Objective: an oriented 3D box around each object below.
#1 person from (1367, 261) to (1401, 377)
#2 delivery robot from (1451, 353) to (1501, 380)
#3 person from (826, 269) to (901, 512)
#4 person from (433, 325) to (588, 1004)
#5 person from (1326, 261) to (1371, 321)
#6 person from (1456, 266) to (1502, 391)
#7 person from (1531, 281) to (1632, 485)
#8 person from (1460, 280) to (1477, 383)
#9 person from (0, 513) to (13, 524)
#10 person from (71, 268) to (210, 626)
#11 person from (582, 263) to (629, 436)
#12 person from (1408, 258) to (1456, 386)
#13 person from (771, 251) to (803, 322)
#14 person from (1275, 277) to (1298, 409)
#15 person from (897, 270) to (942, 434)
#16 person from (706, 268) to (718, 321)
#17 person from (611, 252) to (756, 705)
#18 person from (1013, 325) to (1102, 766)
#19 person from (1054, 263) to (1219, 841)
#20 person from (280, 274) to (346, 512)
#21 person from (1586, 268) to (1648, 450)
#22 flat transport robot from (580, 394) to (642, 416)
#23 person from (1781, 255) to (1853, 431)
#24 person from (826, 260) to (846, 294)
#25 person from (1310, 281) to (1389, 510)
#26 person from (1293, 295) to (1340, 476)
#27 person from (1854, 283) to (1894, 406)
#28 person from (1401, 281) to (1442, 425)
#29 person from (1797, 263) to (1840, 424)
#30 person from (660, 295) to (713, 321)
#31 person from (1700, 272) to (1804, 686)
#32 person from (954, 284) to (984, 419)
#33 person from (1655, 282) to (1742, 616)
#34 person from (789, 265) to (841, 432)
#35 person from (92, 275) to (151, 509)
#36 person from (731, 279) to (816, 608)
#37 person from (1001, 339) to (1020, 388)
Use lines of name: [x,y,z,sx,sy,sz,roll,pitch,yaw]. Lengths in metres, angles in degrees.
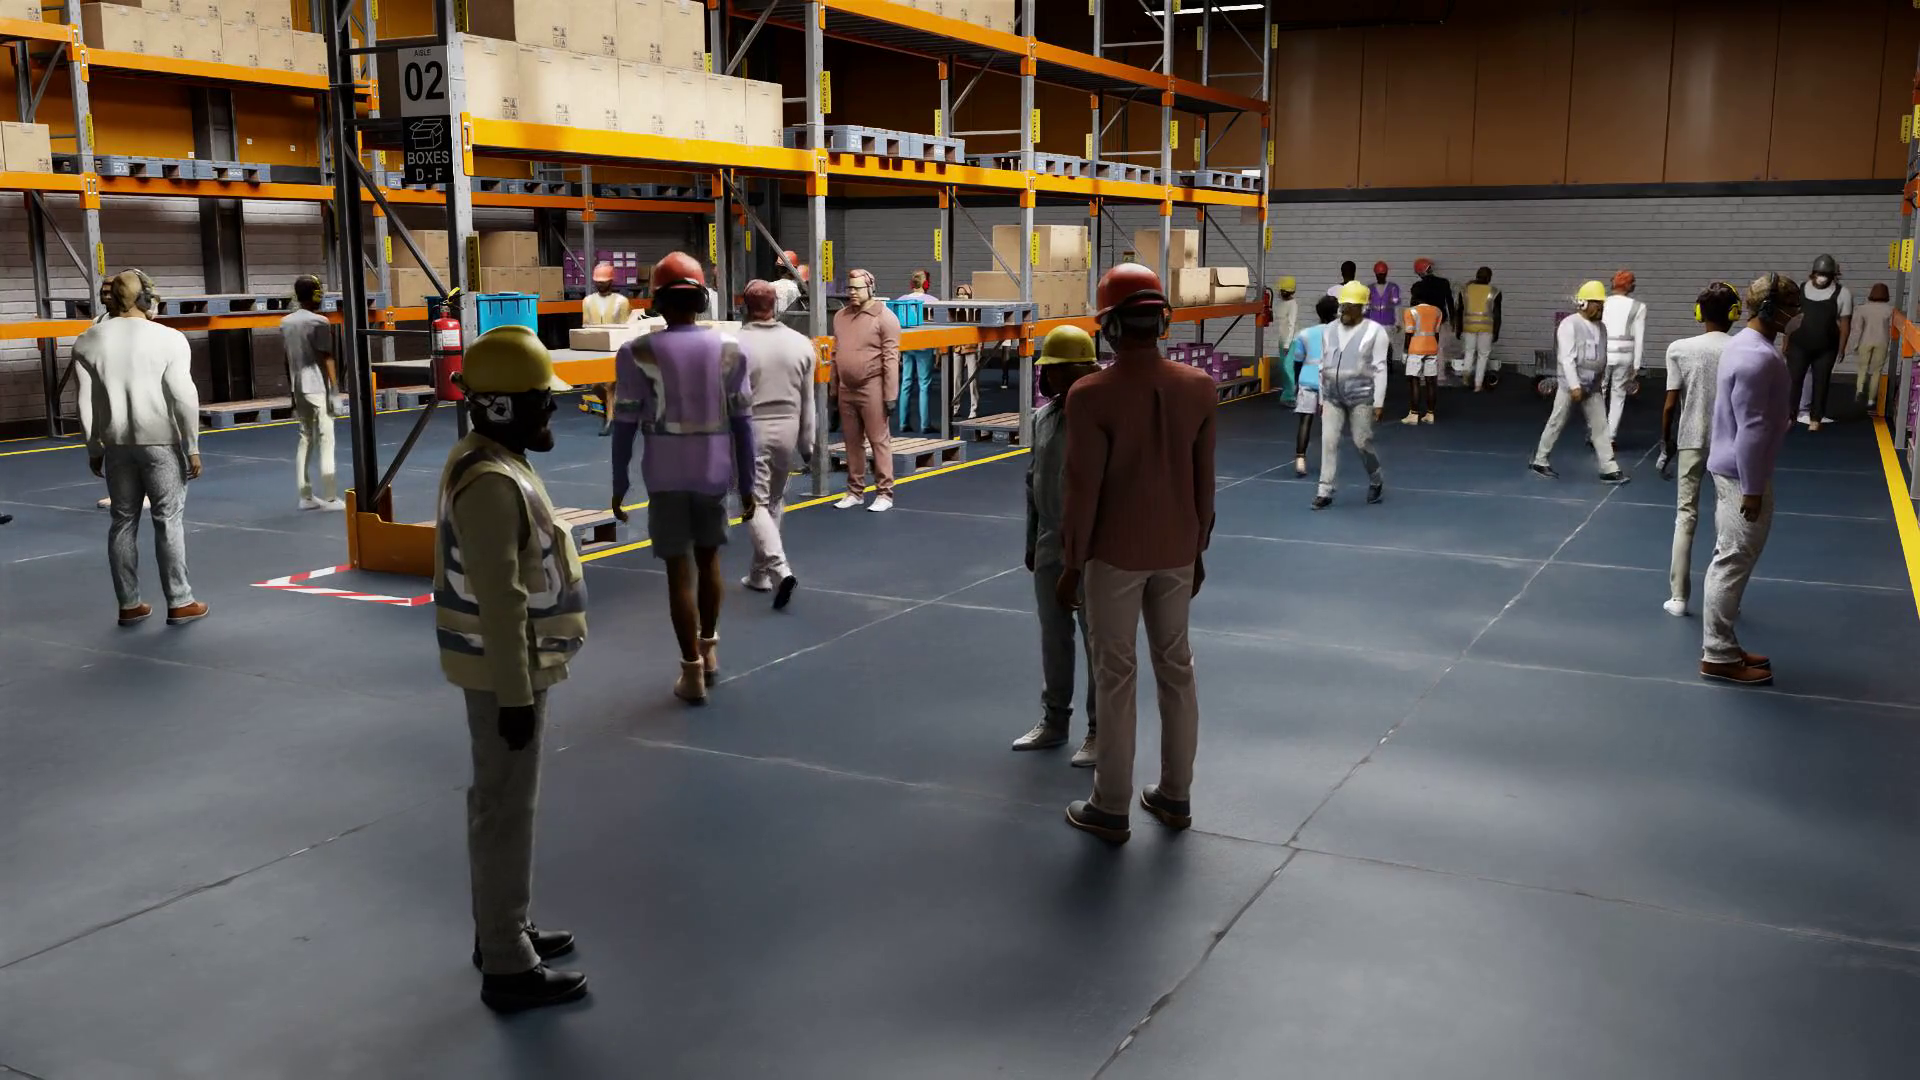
person: [6.755,-3.491,26.505,0.597,1.901,0.855,4,11,24]
delivery robot: [7.770,-2.618,25.055,0.707,0.478,0.477,3,10,14]
person: [-0.771,-1.168,13.070,0.650,1.900,0.401,8,12,38]
person: [-1.216,0.334,4.544,0.403,1.831,0.596,-3,10,-17]
person: [5.051,-2.668,21.685,0.589,1.915,0.399,0,10,0]
person: [7.584,-3.074,24.284,0.636,1.827,0.448,6,11,31]
person: [5.480,-1.385,14.670,0.600,1.784,0.951,-5,11,-29]
person: [8.007,-3.227,25.833,0.554,1.597,0.581,2,10,12]
person: [-7.492,-0.997,12.069,0.858,1.902,0.549,-5,11,-25]
person: [-4.445,-0.495,9.040,0.632,1.936,0.359,0,10,0]
person: [-3.913,-2.121,18.508,0.541,1.918,0.576,1,10,6]
person: [7.245,-3.315,25.384,0.758,1.948,0.389,1,10,3]
person: [-2.042,-2.420,19.880,0.607,2.044,0.374,7,12,36]
person: [4.249,-2.588,21.799,0.327,1.719,0.656,-1,10,-7]
person: [-0.479,-2.104,18.664,0.564,1.834,0.390,5,11,28]
person: [-3.037,-2.465,20.696,0.721,1.845,0.659,8,13,39]
person: [-1.285,-0.293,7.619,0.630,2.014,0.768,-4,11,-22]
person: [0.437,0.024,6.597,0.324,1.743,0.490,-9,13,-43]
person: [0.602,0.046,5.768,0.611,1.985,0.393,-5,11,-27]
person: [-5.052,-1.143,13.039,0.530,1.858,0.345,4,11,24]
person: [6.614,-1.812,16.855,0.595,1.868,0.528,6,11,29]
flat transport robot: [-4.221,-1.691,20.781,0.652,0.197,1.431,-6,11,-30]
person: [9.604,-2.216,18.704,0.698,2.000,0.928,6,11,31]
person: [-2.305,-3.991,29.318,0.593,1.922,0.383,-1,10,-3]
person: [3.114,-1.155,13.241,0.608,1.816,0.719,8,13,40]
person: [3.291,-1.412,15.216,0.543,1.640,0.922,5,11,28]
person: [12.142,-2.590,22.059,0.508,1.623,0.357,9,13,41]
person: [5.439,-2.205,19.634,0.536,1.696,0.322,-4,11,-24]
person: [10.226,-2.321,19.703,0.652,1.906,0.402,-8,13,-40]
person: [-3.226,-2.284,19.732,0.660,1.820,0.691,0,10,1]
person: [3.724,-0.287,7.861,0.361,1.932,0.630,4,11,21]
person: [0.064,-2.305,20.376,0.512,1.641,0.309,5,11,27]
person: [4.150,-0.493,9.243,0.519,1.865,0.335,4,11,22]
person: [-1.614,-2.095,18.432,0.547,1.904,0.897,4,10,20]
person: [-6.636,-1.162,13.167,0.514,1.845,0.338,2,10,13]
person: [-1.129,-0.566,9.640,0.651,1.879,0.892,-6,11,-31]
person: [0.800,-3.242,24.885,0.603,1.958,0.391,1,10,8]
